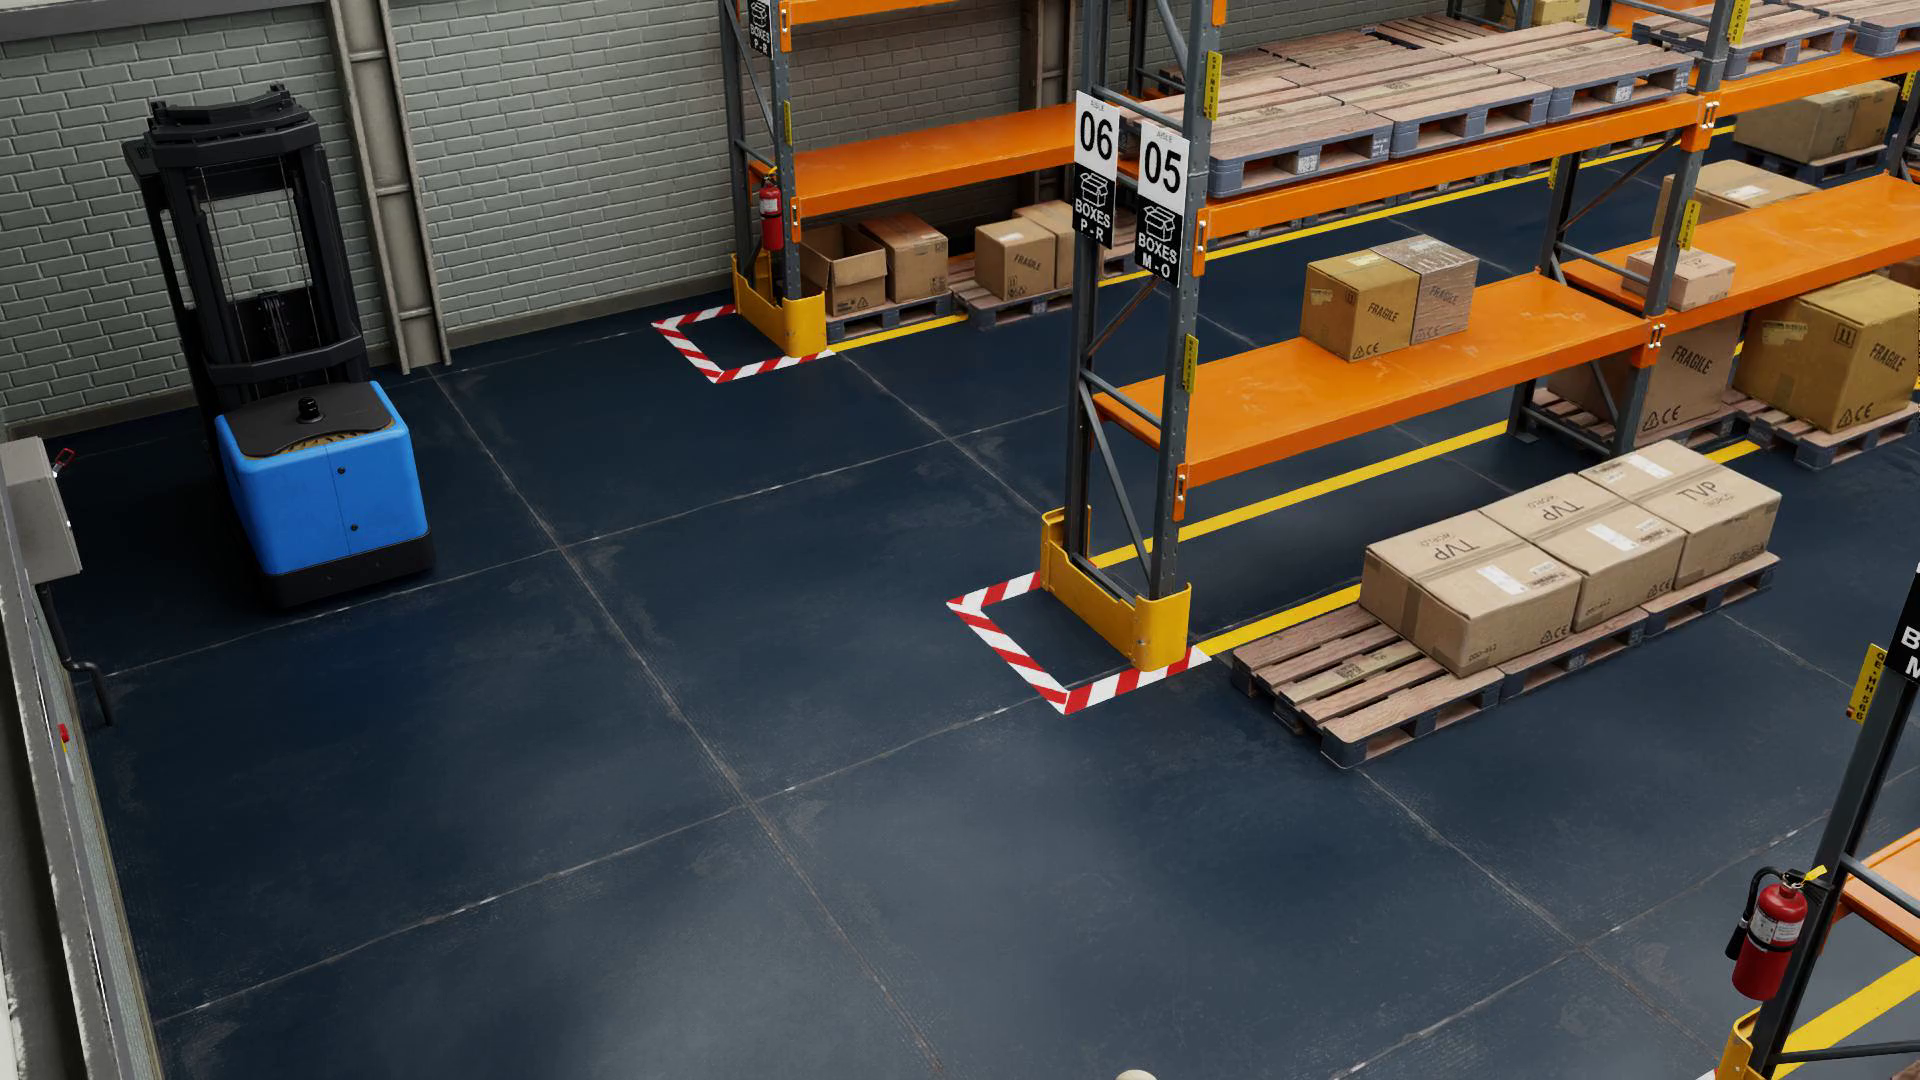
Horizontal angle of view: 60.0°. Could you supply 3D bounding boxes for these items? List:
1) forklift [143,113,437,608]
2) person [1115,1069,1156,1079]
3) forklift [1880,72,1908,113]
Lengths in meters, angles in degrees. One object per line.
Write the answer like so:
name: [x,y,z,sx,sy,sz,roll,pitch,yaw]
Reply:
forklift: [-4.289,-1.259,10.509,1.129,2.768,1.873,-17,36,-26]
person: [0.531,2.399,5.610,0.595,1.796,0.394,-1,32,-2]
forklift: [11.468,-5.645,18.244,1.214,2.155,2.313,-17,36,-26]
